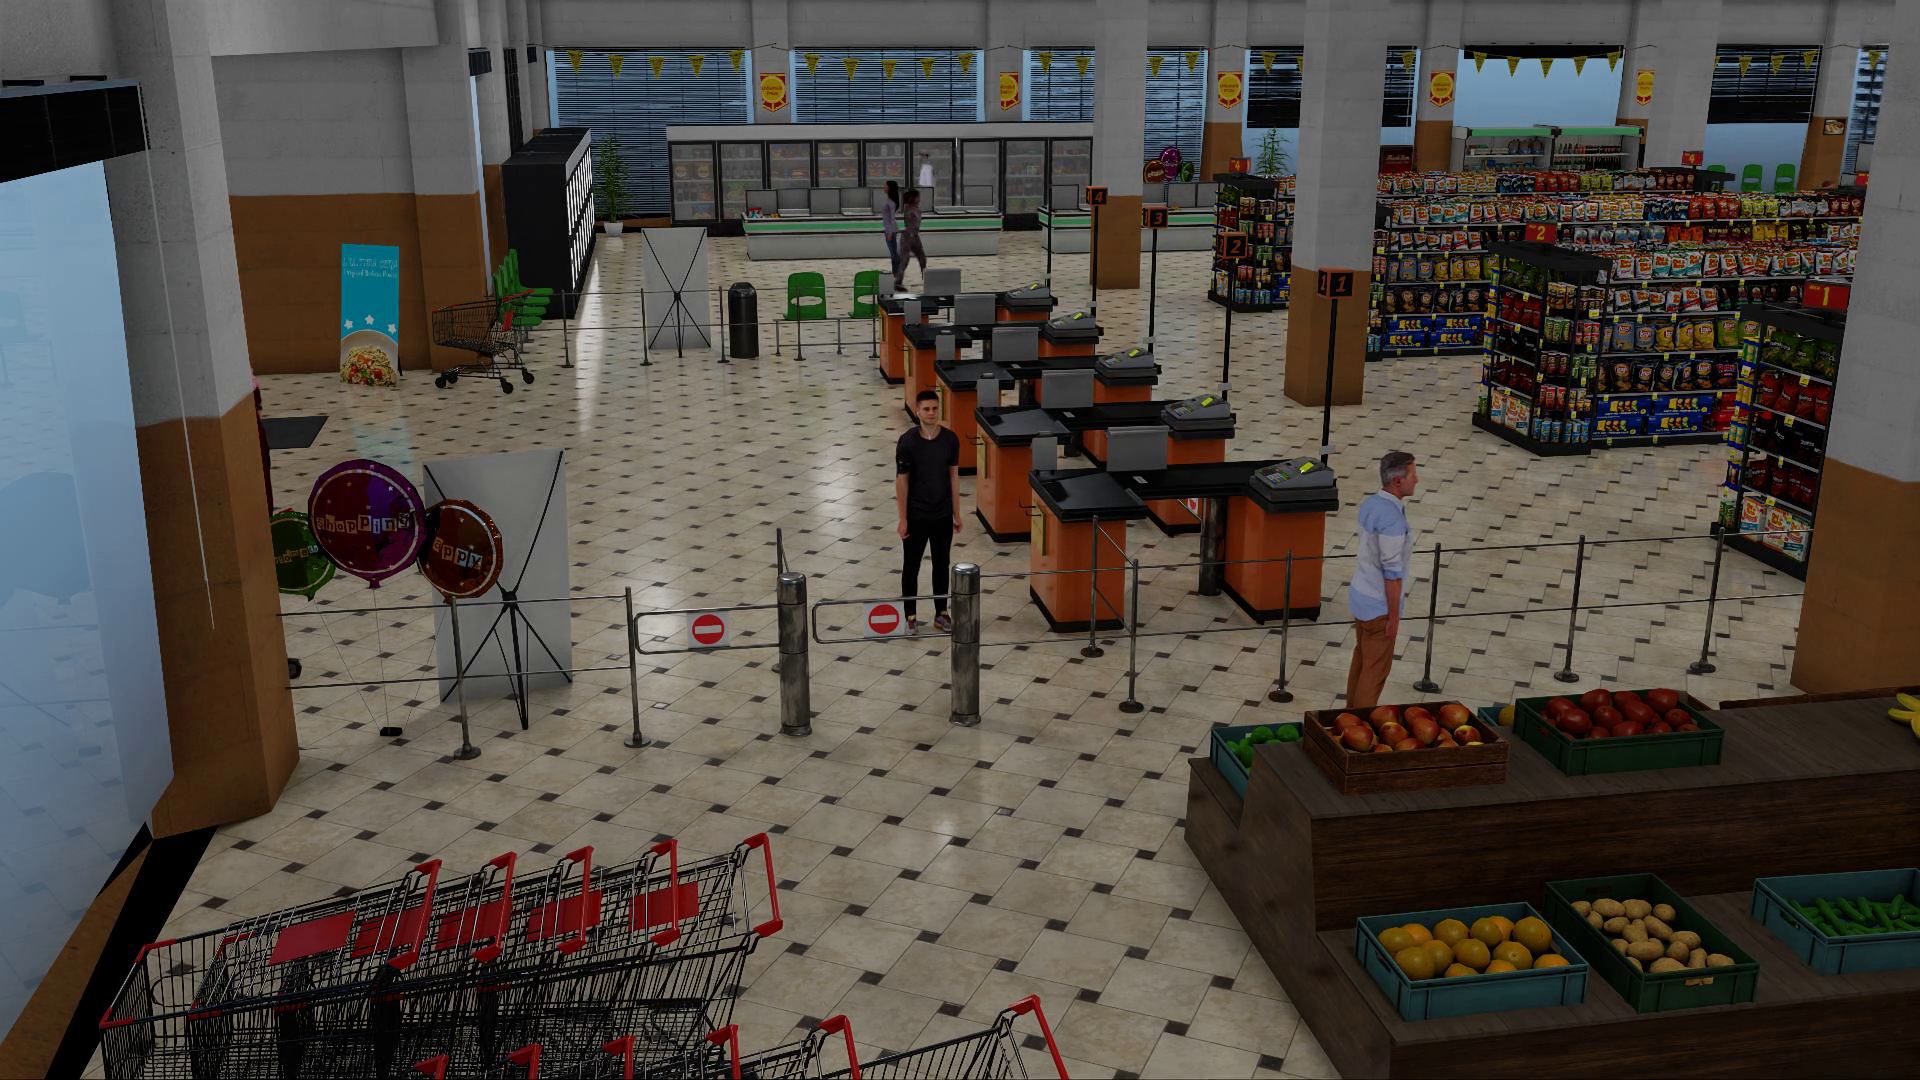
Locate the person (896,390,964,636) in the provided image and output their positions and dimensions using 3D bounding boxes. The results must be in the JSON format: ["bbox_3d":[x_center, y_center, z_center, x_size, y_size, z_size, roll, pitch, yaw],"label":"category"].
[{"bbox_3d":[-0.221,-0.191,11.760,0.555,1.763,0.747,-7,18,-22],"label":"person"}]

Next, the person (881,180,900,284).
[{"bbox_3d":[-1.172,-5.340,28.766,0.548,1.735,0.626,-1,17,-4],"label":"person"}]

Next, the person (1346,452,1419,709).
[{"bbox_3d":[2.472,0.356,9.857,0.614,1.824,0.701,-1,17,-2],"label":"person"}]

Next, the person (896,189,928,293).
[{"bbox_3d":[-0.890,-4.899,27.410,1.073,1.679,0.999,11,20,33],"label":"person"}]

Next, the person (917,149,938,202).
[{"bbox_3d":[-0.598,-6.952,33.771,0.770,1.912,0.707,-2,17,-6],"label":"person"}]
